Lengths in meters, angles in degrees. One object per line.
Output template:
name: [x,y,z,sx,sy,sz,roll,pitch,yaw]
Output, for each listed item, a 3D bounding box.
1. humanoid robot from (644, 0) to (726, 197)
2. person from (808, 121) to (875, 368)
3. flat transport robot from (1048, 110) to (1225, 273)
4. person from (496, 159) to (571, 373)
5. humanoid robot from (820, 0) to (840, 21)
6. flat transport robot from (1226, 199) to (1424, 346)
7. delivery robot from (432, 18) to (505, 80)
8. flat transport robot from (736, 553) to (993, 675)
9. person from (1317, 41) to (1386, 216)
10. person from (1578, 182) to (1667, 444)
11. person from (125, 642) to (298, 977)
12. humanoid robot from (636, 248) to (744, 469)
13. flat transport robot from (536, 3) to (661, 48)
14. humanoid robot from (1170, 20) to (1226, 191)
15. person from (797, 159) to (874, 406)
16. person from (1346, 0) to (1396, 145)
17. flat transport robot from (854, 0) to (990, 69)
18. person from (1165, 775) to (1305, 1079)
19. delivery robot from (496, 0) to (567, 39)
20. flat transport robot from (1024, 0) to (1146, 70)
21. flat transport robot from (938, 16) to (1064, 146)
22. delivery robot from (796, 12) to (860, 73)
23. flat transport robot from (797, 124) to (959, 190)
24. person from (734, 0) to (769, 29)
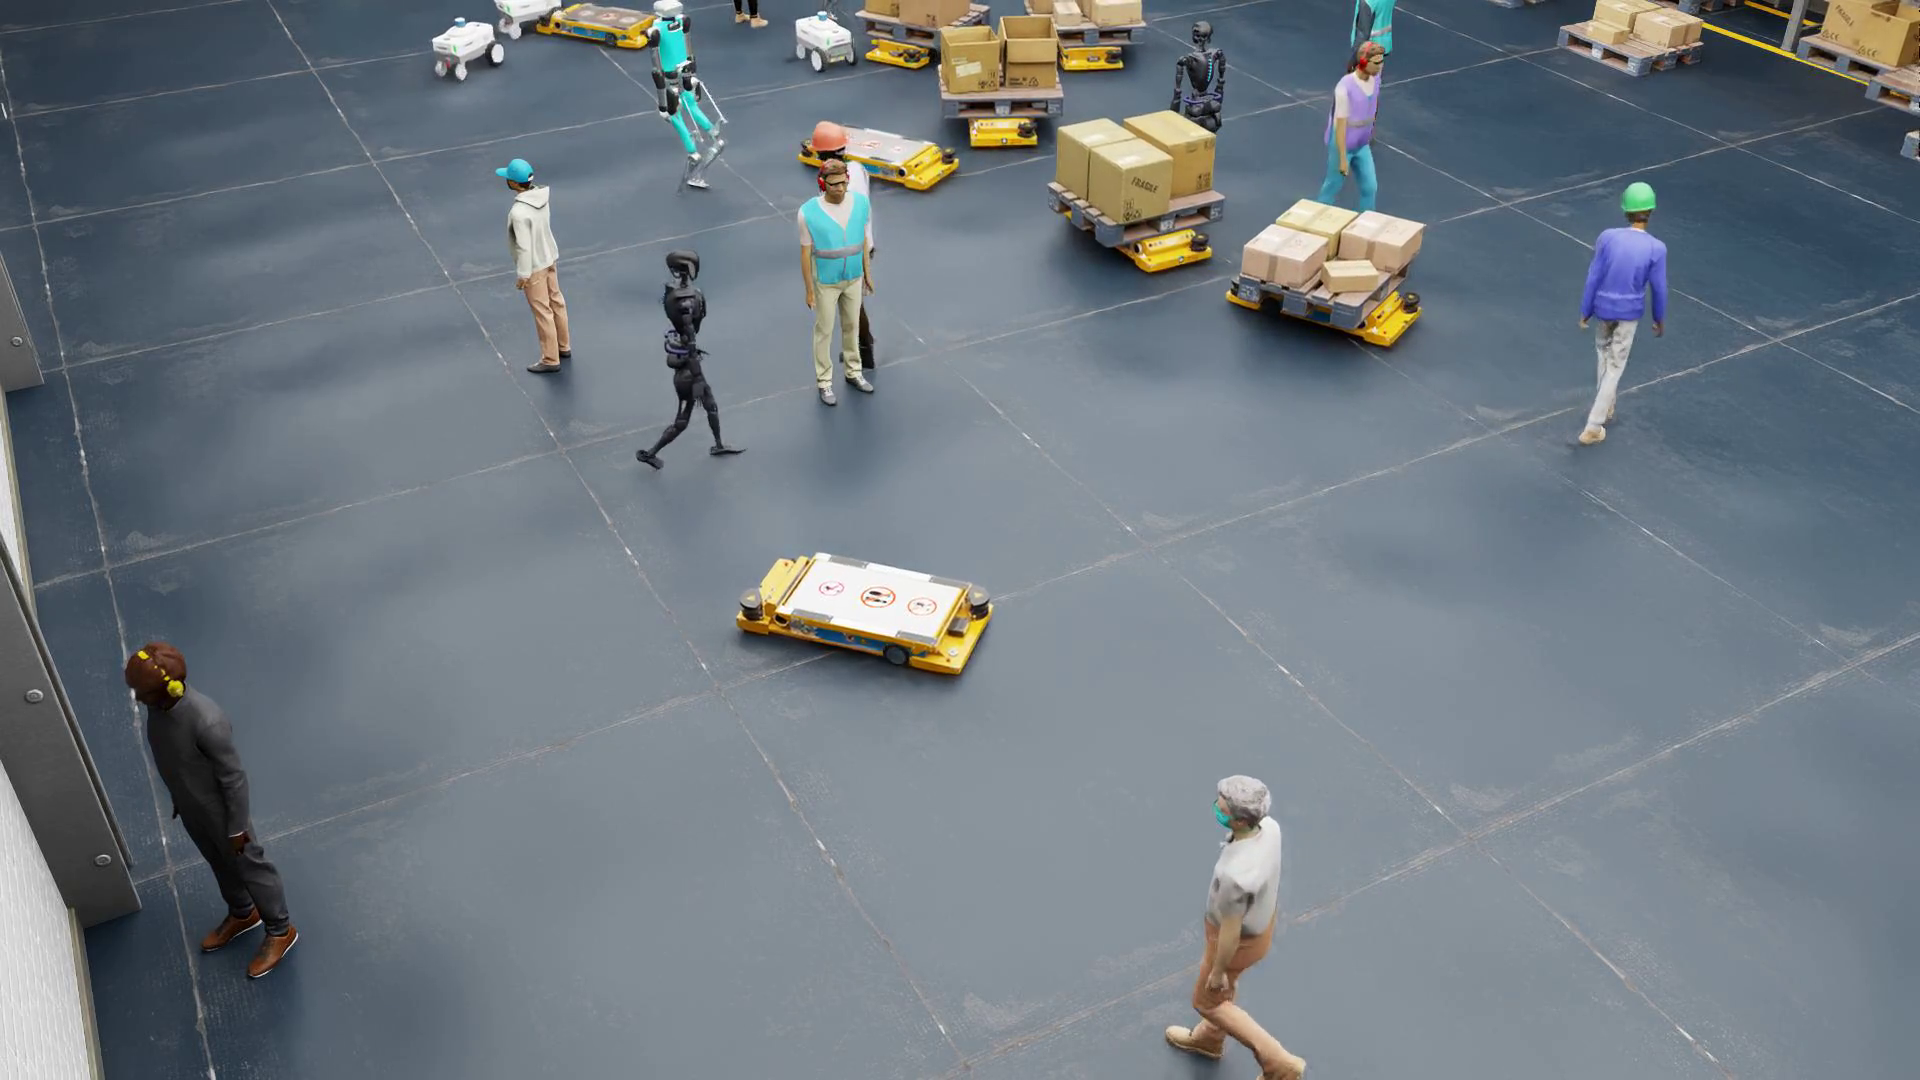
humanoid robot: [-2.420,-3.947,15.111,0.657,1.840,0.540,19,39,25]
person: [-0.854,-2.176,12.399,0.523,1.909,0.549,11,37,16]
flat transport robot: [1.543,-2.769,14.670,0.659,0.231,1.431,-17,39,-23]
person: [-3.166,-2.043,12.406,0.373,1.675,0.462,8,36,11]
humanoid robot: [-1.533,-6.779,19.029,0.707,1.706,0.530,25,42,31]
flat transport robot: [2.951,-1.958,13.511,1.431,0.231,0.659,21,40,27]
delivery robot: [-5.400,-5.396,18.183,0.499,0.609,0.807,15,38,20]
flat transport robot: [-0.575,0.423,10.111,1.431,0.231,0.659,11,37,15]
person: [3.393,-3.268,14.031,0.577,1.818,0.800,-25,42,-31]
person: [4.604,-1.568,11.592,0.576,1.820,0.787,22,41,29]
person: [-3.420,1.215,7.584,0.491,1.874,0.356,20,40,26]
humanoid robot: [-1.893,-1.220,11.270,0.756,1.637,0.593,-7,36,-10]
flat transport robot: [-4.118,-5.945,19.204,1.431,0.231,0.659,15,38,21]
humanoid robot: [2.130,-3.830,14.942,0.599,1.659,0.315,-17,39,-23]
person: [-0.888,-1.884,12.032,0.565,1.846,0.390,-21,40,-27]
person: [3.926,-4.696,15.965,0.427,1.938,0.564,26,43,32]
flat transport robot: [-0.411,-5.659,18.796,0.659,0.231,1.431,18,39,24]
person: [1.222,1.680,7.042,0.573,1.730,0.487,16,38,22]
delivery robot: [-4.972,-6.166,19.258,0.768,0.581,0.499,-25,42,-31]
flat transport robot: [1.379,-5.610,18.725,0.659,0.231,1.431,-4,35,-6]
flat transport robot: [0.408,-4.360,16.941,0.659,0.231,1.431,-1,35,-2]
delivery robot: [-1.490,-5.495,18.329,0.499,0.614,0.817,-22,41,-28]
flat transport robot: [-0.790,-3.688,15.982,1.431,0.231,0.659,18,39,24]
person: [-2.457,-6.759,19.125,0.533,1.692,0.317,27,43,33]
